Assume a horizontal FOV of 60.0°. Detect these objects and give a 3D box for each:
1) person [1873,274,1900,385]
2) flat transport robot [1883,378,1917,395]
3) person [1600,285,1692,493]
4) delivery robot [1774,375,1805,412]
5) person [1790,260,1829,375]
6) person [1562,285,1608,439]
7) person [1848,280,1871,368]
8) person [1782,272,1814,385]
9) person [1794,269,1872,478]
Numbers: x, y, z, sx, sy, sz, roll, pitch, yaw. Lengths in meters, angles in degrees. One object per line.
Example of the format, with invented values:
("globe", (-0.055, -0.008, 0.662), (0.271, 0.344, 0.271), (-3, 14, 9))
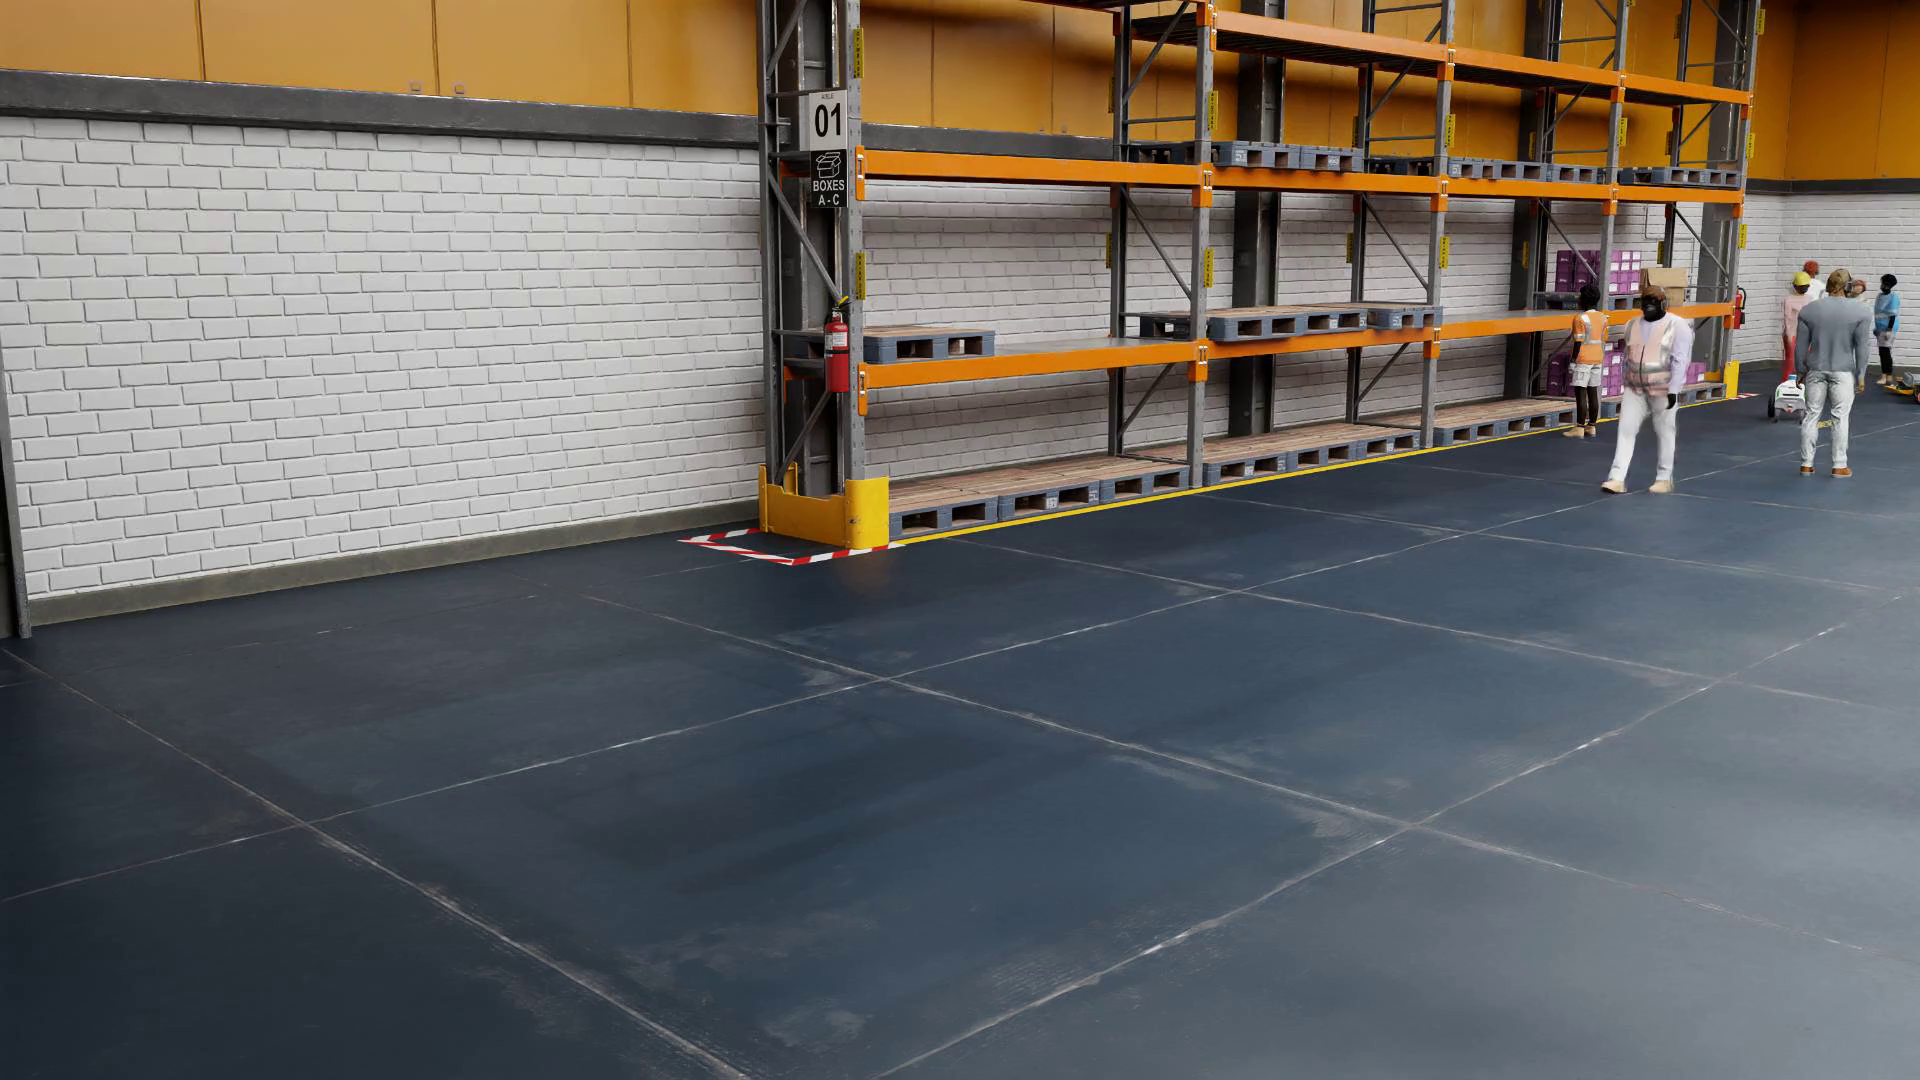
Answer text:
("person", (13.962, -3.163, 25.019), (0.443, 1.666, 0.597), (1, 10, 6))
("flat transport robot", (13.844, -2.157, 23.334), (1.431, 0.197, 0.652), (2, 11, 11))
("person", (5.921, -1.279, 14.362), (0.882, 1.805, 0.638), (-9, 14, -40))
("delivery robot", (10.059, -1.755, 20.114), (0.477, 0.478, 0.707), (5, 12, 27))
("person", (13.010, -3.351, 25.529), (0.598, 1.870, 0.685), (3, 11, 18))
("person", (6.930, -1.970, 18.429), (0.535, 1.697, 0.318), (-8, 13, -37))
("person", (12.890, -2.978, 24.167), (0.336, 1.603, 0.658), (-5, 12, -26))
("person", (11.500, -2.792, 22.771), (0.540, 1.744, 0.475), (-4, 11, -19))
("person", (8.076, -1.539, 15.440), (0.629, 1.931, 0.371), (9, 14, 40))
